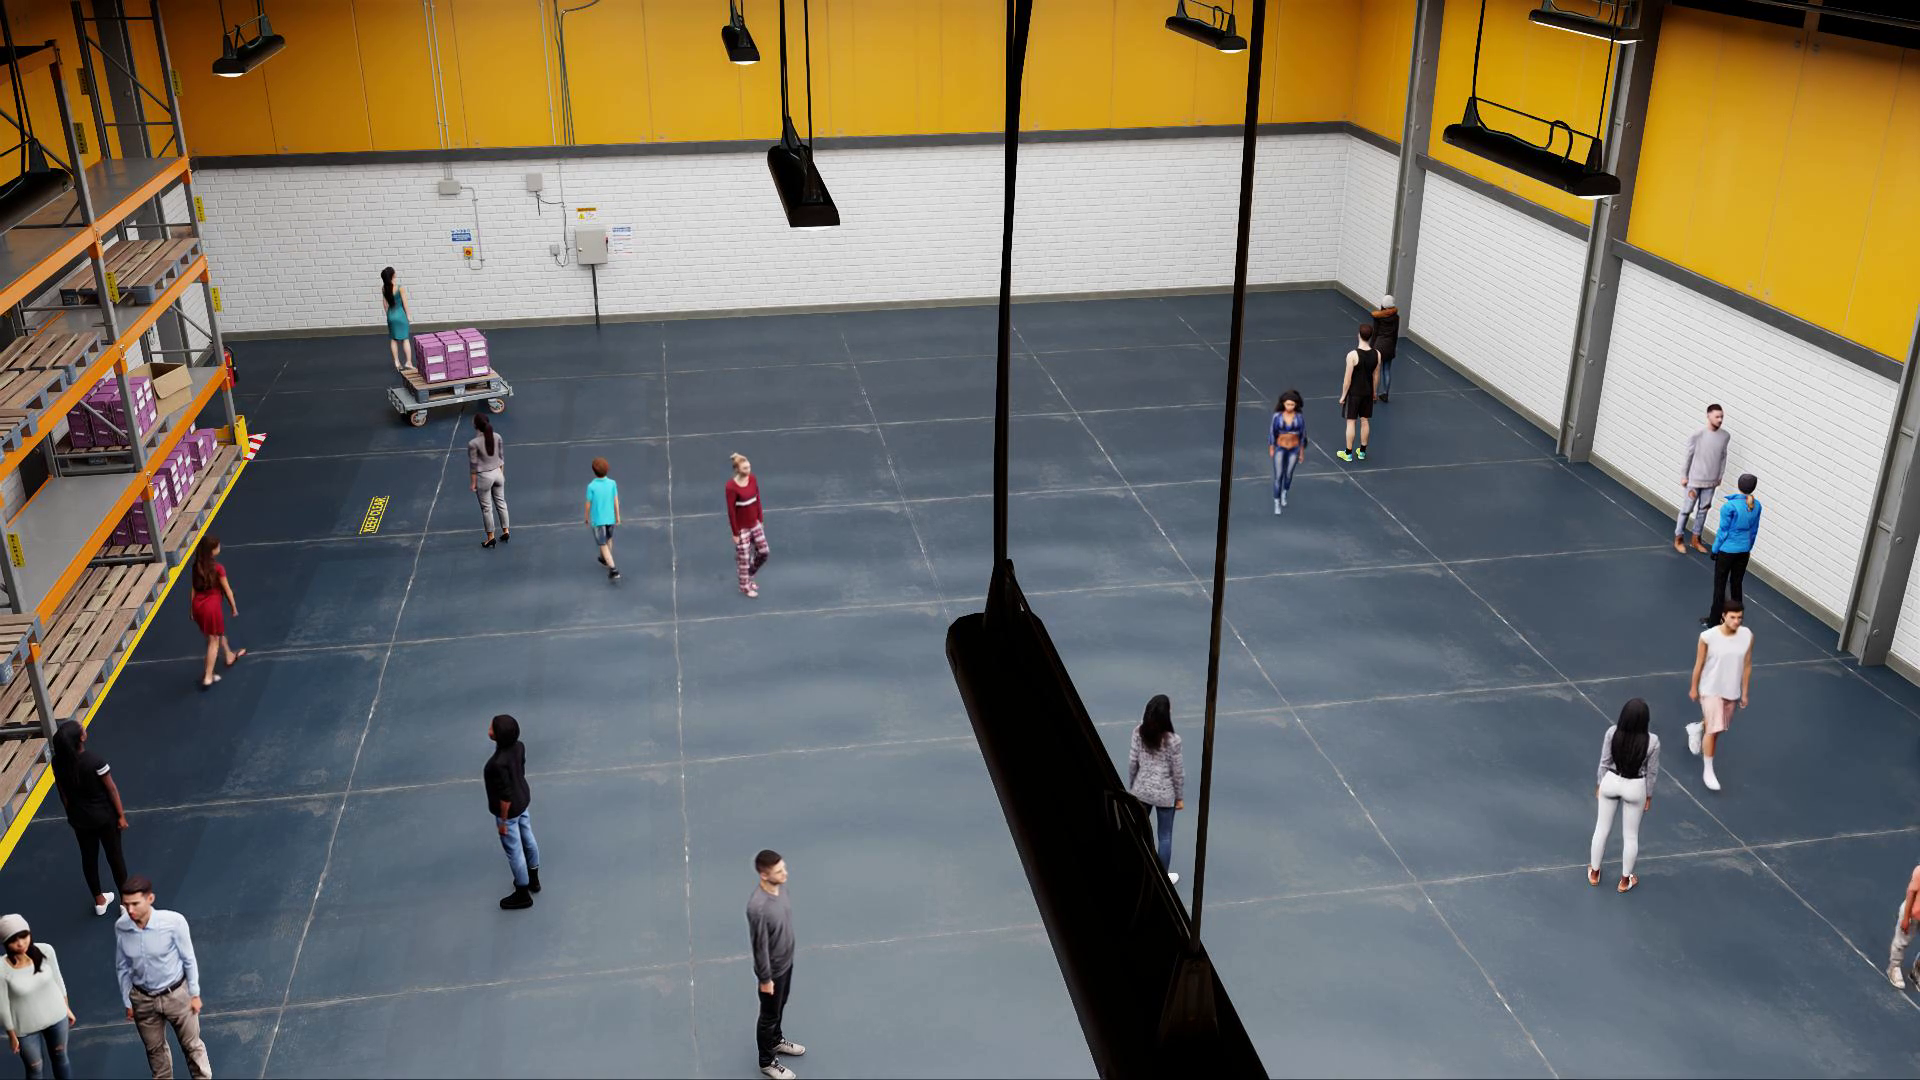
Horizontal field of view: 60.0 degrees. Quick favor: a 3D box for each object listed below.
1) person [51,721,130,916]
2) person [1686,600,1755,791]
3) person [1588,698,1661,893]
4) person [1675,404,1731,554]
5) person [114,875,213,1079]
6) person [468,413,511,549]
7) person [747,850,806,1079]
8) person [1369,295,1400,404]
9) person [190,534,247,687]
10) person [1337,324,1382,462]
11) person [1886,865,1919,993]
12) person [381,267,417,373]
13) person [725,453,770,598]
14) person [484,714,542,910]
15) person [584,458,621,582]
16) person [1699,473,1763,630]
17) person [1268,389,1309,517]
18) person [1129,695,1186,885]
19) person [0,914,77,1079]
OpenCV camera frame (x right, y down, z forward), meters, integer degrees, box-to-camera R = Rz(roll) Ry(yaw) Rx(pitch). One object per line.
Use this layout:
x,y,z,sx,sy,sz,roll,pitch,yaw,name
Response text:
-6.833,2.182,13.121,0.656,1.729,0.645,1,24,2,person
6.862,1.316,15.073,0.740,1.752,1.162,0,24,-1,person
5.362,2.041,13.450,0.669,1.724,0.716,13,27,28,person
8.781,-0.756,19.706,0.698,1.839,0.609,-1,24,-3,person
-5.302,3.021,11.055,0.657,1.846,0.597,-2,24,-6,person
-5.613,-0.716,19.814,0.773,1.678,0.727,19,30,37,person
-1.286,2.892,11.458,0.748,1.760,0.594,5,24,11,person
6.290,-2.844,24.739,0.634,1.634,0.621,-7,25,-15,person
-7.582,0.725,16.715,0.795,1.520,1.009,4,24,8,person
5.399,-1.993,22.471,0.704,1.891,0.591,-6,24,-14,person
7.130,2.735,12.394,0.558,1.299,0.604,3,24,6,person
-8.833,-3.470,26.104,0.604,1.686,0.585,4,24,8,person
-2.441,-0.179,18.569,0.799,1.692,0.757,19,30,36,person
-3.561,2.143,13.250,0.695,1.697,0.572,4,24,8,person
-4.055,-0.222,19.002,0.823,1.424,1.022,-18,30,-36,person
8.247,0.128,17.734,0.618,1.798,0.511,-3,24,-7,person
4.097,-1.126,20.873,0.815,1.582,1.057,3,24,7,person
1.577,2.028,13.471,0.689,1.732,0.725,13,27,27,person
-6.082,3.168,10.973,0.681,1.644,0.636,18,29,35,person
